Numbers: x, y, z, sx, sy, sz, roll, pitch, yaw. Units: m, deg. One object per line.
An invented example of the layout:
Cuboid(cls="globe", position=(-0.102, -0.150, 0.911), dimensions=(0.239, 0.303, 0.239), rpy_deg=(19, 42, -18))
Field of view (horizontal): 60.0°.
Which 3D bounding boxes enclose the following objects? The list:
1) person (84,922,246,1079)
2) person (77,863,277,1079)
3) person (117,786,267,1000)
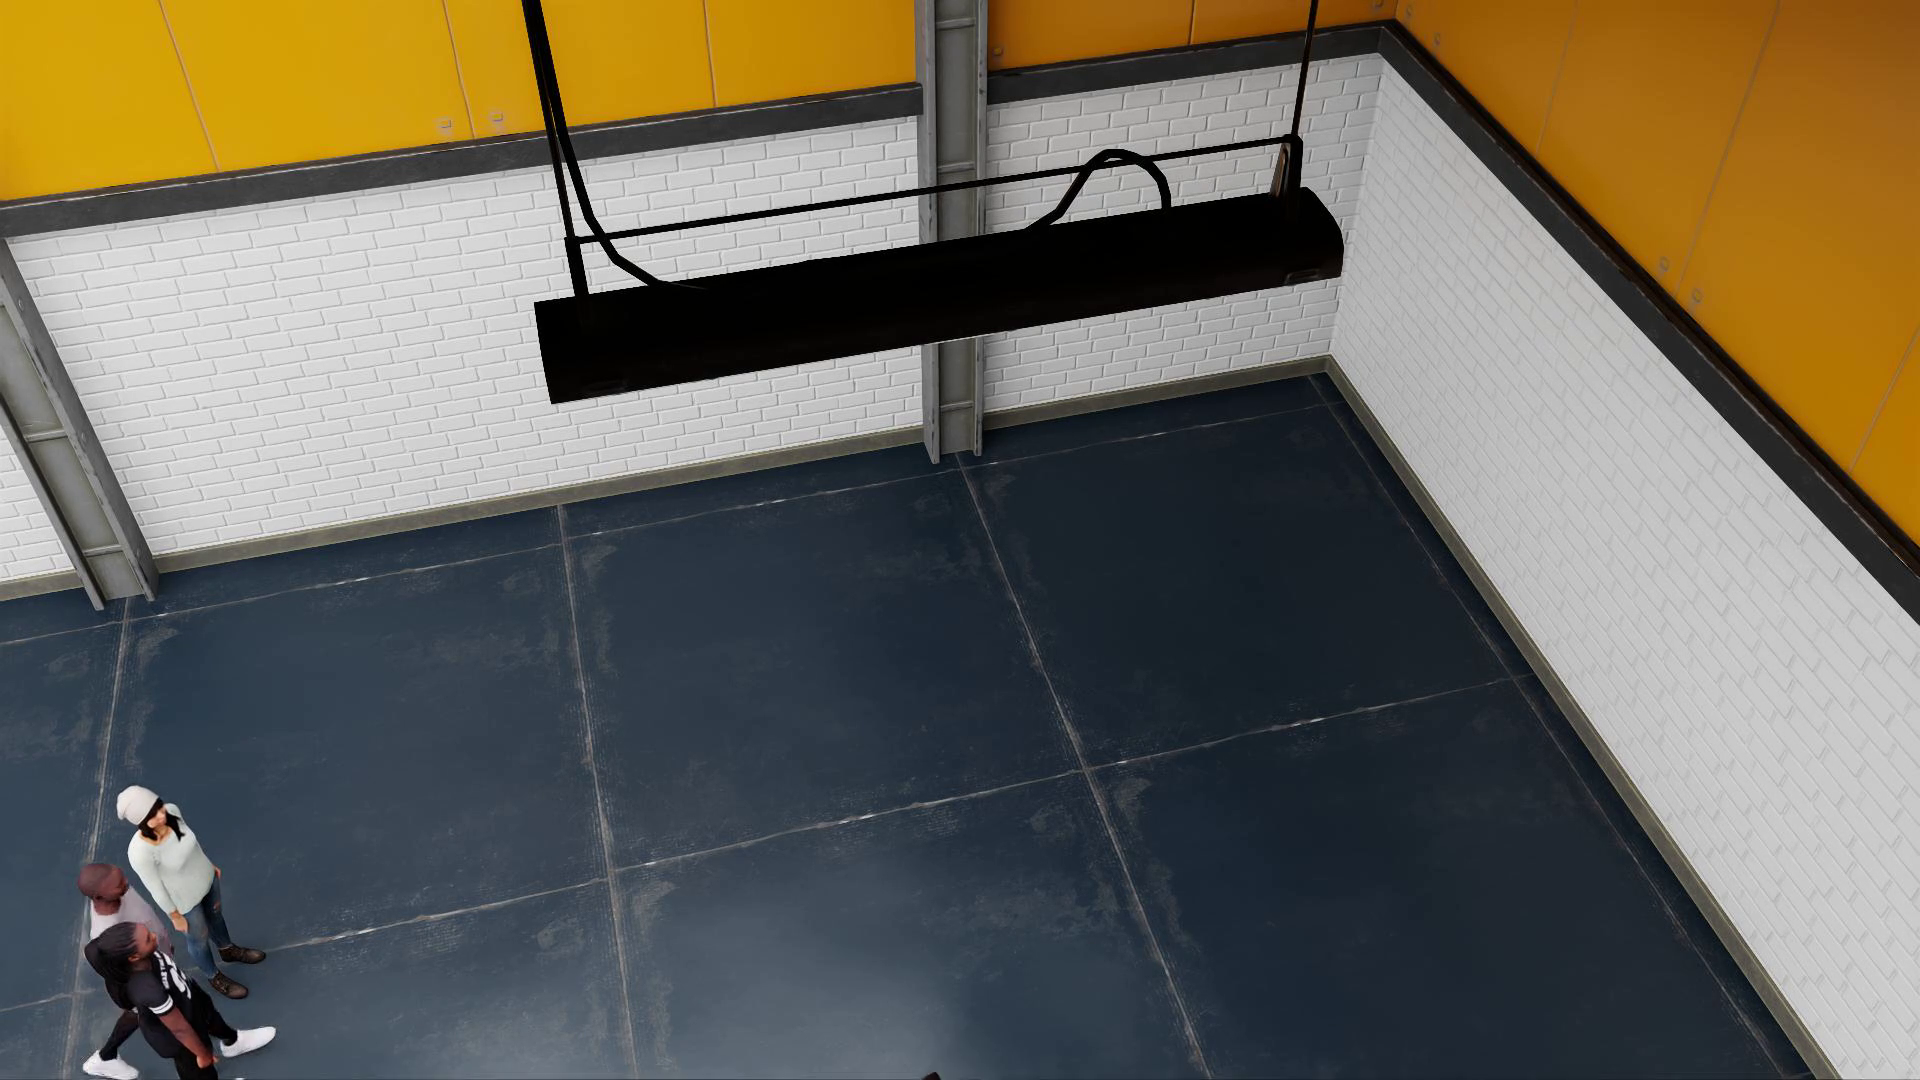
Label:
Cuboid(cls="person", position=(-3.888, 2.423, 8.265), dimensions=(0.700, 1.729, 0.694), rpy_deg=(-33, 53, -30))
Cuboid(cls="person", position=(-4.219, 2.228, 8.460), dimensions=(1.196, 1.741, 0.760), rpy_deg=(-18, 47, -18))
Cuboid(cls="person", position=(-4.143, 1.863, 8.914), dimensions=(0.618, 1.645, 0.633), rpy_deg=(5, 44, 5))
